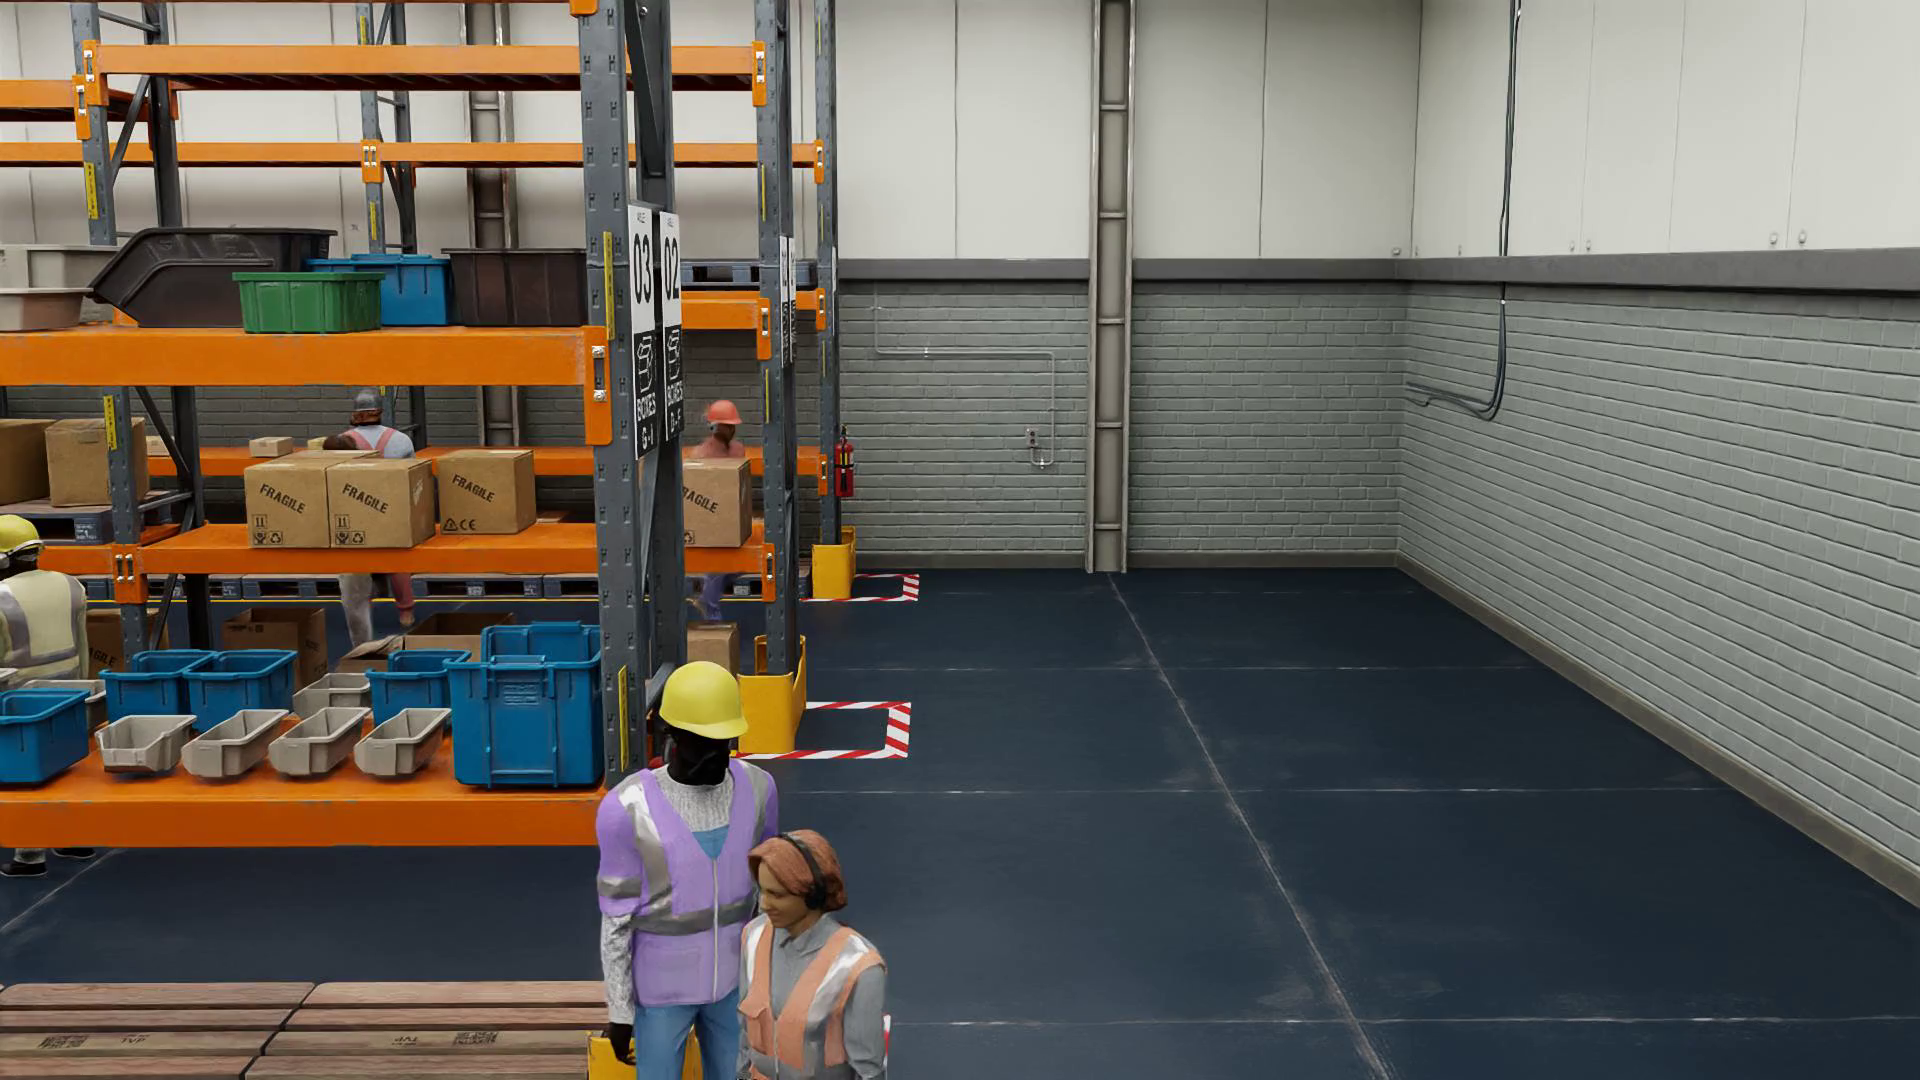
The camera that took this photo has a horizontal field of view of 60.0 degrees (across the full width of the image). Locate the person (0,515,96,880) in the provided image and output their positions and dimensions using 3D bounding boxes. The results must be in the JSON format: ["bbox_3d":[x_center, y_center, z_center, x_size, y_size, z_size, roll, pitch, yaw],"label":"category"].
[{"bbox_3d":[-4.641,0.778,8.328,0.403,1.824,0.598,4,10,22],"label":"person"}]

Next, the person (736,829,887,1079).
[{"bbox_3d":[-0.375,1.531,4.299,0.528,1.630,0.314,8,12,41],"label":"person"}]

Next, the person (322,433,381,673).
[{"bbox_3d":[-4.507,0.123,12.321,0.479,1.827,0.666,-7,12,-38],"label":"person"}]

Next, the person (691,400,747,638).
[{"bbox_3d":[-1.978,-0.162,13.581,0.557,1.985,0.656,6,11,31],"label":"person"}]

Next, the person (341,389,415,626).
[{"bbox_3d":[-4.951,-0.263,14.039,0.683,2.000,0.536,-5,10,-26],"label":"person"}]

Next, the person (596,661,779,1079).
[{"bbox_3d":[-0.768,1.289,4.912,0.585,1.918,0.395,-7,11,-35],"label":"person"}]
